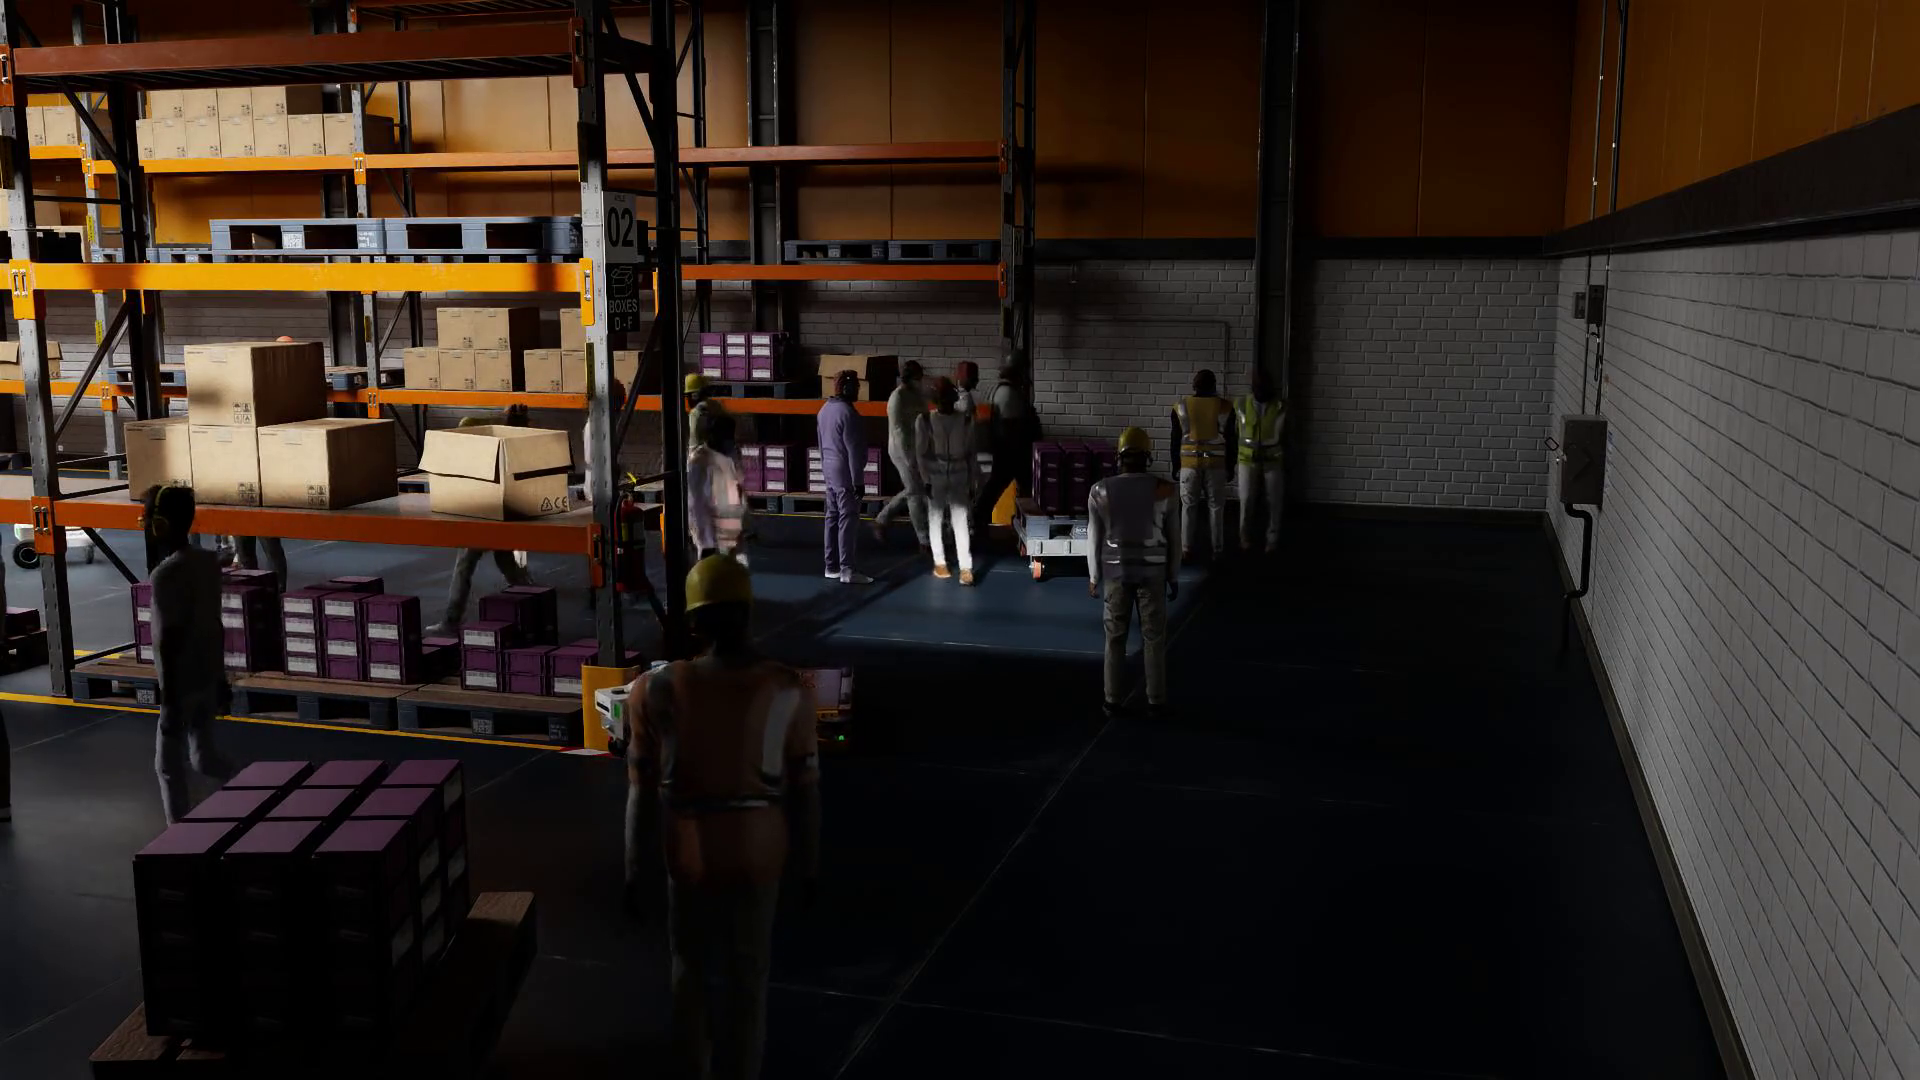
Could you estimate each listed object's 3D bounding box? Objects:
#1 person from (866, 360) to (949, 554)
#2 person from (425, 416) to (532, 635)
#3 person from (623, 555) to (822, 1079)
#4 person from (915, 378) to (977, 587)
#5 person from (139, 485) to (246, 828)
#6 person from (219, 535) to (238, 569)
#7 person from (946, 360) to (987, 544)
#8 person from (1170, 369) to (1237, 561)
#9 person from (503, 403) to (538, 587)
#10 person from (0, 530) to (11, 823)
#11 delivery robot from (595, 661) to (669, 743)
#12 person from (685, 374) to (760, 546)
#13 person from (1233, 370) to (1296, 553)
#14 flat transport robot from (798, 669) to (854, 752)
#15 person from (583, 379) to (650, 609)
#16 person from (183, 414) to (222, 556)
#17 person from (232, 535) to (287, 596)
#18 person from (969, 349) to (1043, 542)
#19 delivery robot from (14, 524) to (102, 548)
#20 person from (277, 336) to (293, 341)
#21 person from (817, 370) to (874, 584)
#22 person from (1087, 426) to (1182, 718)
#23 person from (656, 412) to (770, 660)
[{"bbox_3d":[-0.516,-0.805,16.305,0.923,1.902,0.704,3,10,20],"label":"person"},{"bbox_3d":[-3.611,-0.107,12.695,0.911,1.696,0.486,1,9,7],"label":"person"},{"bbox_3d":[-0.754,0.998,5.308,0.633,1.897,0.442,-1,9,-9],"label":"person"},{"bbox_3d":[-0.106,-0.514,14.737,0.571,1.827,1.001,-2,9,-10],"label":"person"},{"bbox_3d":[-3.434,0.660,7.563,0.714,1.842,0.536,1,9,5],"label":"person"},{"bbox_3d":[-6.738,-0.648,15.236,0.627,1.941,0.371,8,12,41],"label":"person"},{"bbox_3d":[0.045,-0.882,16.871,0.418,1.866,0.606,-3,10,-16],"label":"person"},{"bbox_3d":[2.327,-0.712,15.923,0.630,1.843,0.429,1,9,7],"label":"person"},{"bbox_3d":[-3.835,-0.369,14.443,0.307,1.641,0.513,-4,10,-22],"label":"person"},{"bbox_3d":[-5.017,0.506,8.235,0.370,1.928,0.585,5,11,28],"label":"person"},{"bbox_3d":[-1.712,0.934,9.514,0.707,0.478,0.477,-6,11,-33],"label":"delivery robot"},{"bbox_3d":[-2.463,-0.791,16.712,1.003,1.755,0.596,2,10,11],"label":"person"},{"bbox_3d":[2.965,-0.768,16.373,0.650,1.814,0.499,2,10,14],"label":"person"},{"bbox_3d":[-0.985,1.012,10.189,0.652,0.197,1.431,0,9,-3],"label":"flat transport robot"},{"bbox_3d":[-2.836,-0.378,13.762,0.712,1.887,0.613,-8,12,-39],"label":"person"},{"bbox_3d":[-7.043,-0.613,15.577,0.523,1.759,0.335,-9,13,-43],"label":"person"},{"bbox_3d":[-5.657,-0.332,13.308,0.636,1.938,0.358,2,9,10],"label":"person"},{"bbox_3d":[0.569,-0.977,16.930,1.048,2.000,0.695,1,9,9],"label":"person"},{"bbox_3d":[-8.511,-0.083,15.717,0.707,0.478,0.477,-3,10,-20],"label":"delivery robot"},{"bbox_3d":[-7.942,-1.416,19.743,0.622,1.993,0.384,-4,10,-26],"label":"person"},{"bbox_3d":[-1.006,-0.563,14.819,0.404,1.906,0.651,-5,11,-30],"label":"person"},{"bbox_3d":[1.088,0.204,10.378,0.588,1.829,0.403,1,9,8],"label":"person"},{"bbox_3d":[-1.780,-0.013,11.788,0.710,1.819,0.652,3,10,19],"label":"person"}]
